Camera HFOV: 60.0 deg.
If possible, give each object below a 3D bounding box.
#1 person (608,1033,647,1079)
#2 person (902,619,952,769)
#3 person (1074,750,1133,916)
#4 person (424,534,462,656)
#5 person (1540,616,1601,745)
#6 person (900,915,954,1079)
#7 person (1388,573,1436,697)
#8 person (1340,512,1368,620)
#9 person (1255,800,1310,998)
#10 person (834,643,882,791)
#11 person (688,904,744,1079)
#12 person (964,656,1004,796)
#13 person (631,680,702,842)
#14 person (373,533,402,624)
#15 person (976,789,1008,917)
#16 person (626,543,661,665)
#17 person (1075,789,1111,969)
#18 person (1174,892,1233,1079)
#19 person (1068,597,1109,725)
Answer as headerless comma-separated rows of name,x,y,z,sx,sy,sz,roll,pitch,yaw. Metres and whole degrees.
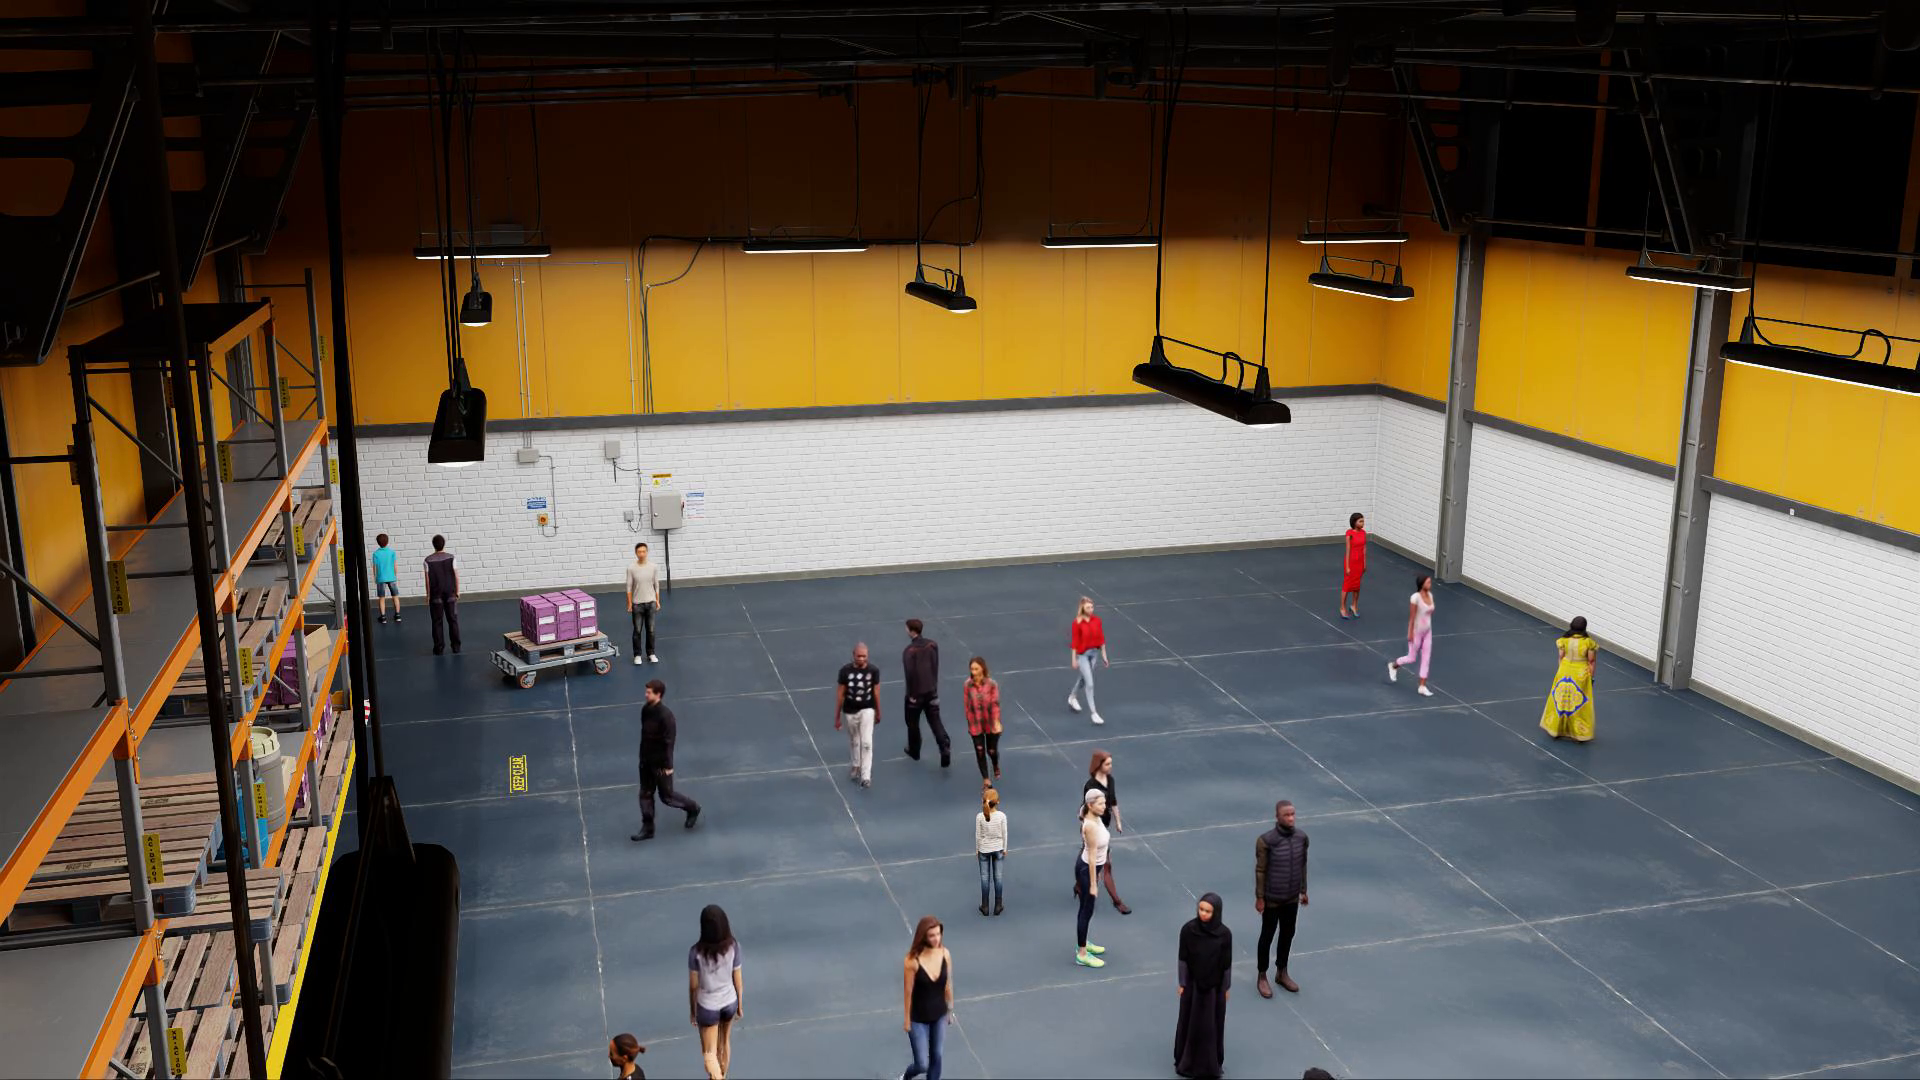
person,-2.242,4.175,11.498,0.661,1.667,0.477,-2,14,-9
person,-0.418,1.903,20.443,0.881,1.873,1.250,-7,15,-25
person,1.321,2.908,16.721,1.058,1.672,0.945,10,17,36
person,-7.782,0.808,25.016,0.699,1.849,0.644,-7,15,-27
person,7.915,1.780,21.413,0.997,1.655,1.080,9,16,33
person,-0.300,3.743,13.186,0.695,1.712,0.781,-9,16,-32
person,6.370,1.295,23.264,0.777,1.728,1.052,-9,16,-32
person,6.368,0.403,26.914,0.610,1.742,0.573,-7,15,-28
person,2.903,3.221,15.080,0.723,1.835,0.610,-6,15,-22
person,-1.212,2.077,19.986,0.882,1.750,1.252,0,14,-2
person,-1.905,3.748,13.173,0.676,1.708,1.048,-6,15,-22
person,0.302,2.173,19.740,0.821,1.679,0.897,3,14,13
person,-3.274,2.423,18.412,1.096,1.818,1.144,-13,18,-42
person,-9.223,0.600,26.729,0.558,1.447,0.542,-7,15,-28
person,0.311,3.113,16.629,0.510,1.316,0.545,-1,14,-3
person,-4.693,0.922,24.623,0.681,1.812,0.605,-6,15,-24
person,1.214,3.147,15.667,0.729,1.702,0.603,2,14,8
person,2.025,3.656,13.753,0.706,1.615,0.725,2,14,10
person,1.660,1.570,22.265,0.834,1.663,1.175,-8,16,-29
